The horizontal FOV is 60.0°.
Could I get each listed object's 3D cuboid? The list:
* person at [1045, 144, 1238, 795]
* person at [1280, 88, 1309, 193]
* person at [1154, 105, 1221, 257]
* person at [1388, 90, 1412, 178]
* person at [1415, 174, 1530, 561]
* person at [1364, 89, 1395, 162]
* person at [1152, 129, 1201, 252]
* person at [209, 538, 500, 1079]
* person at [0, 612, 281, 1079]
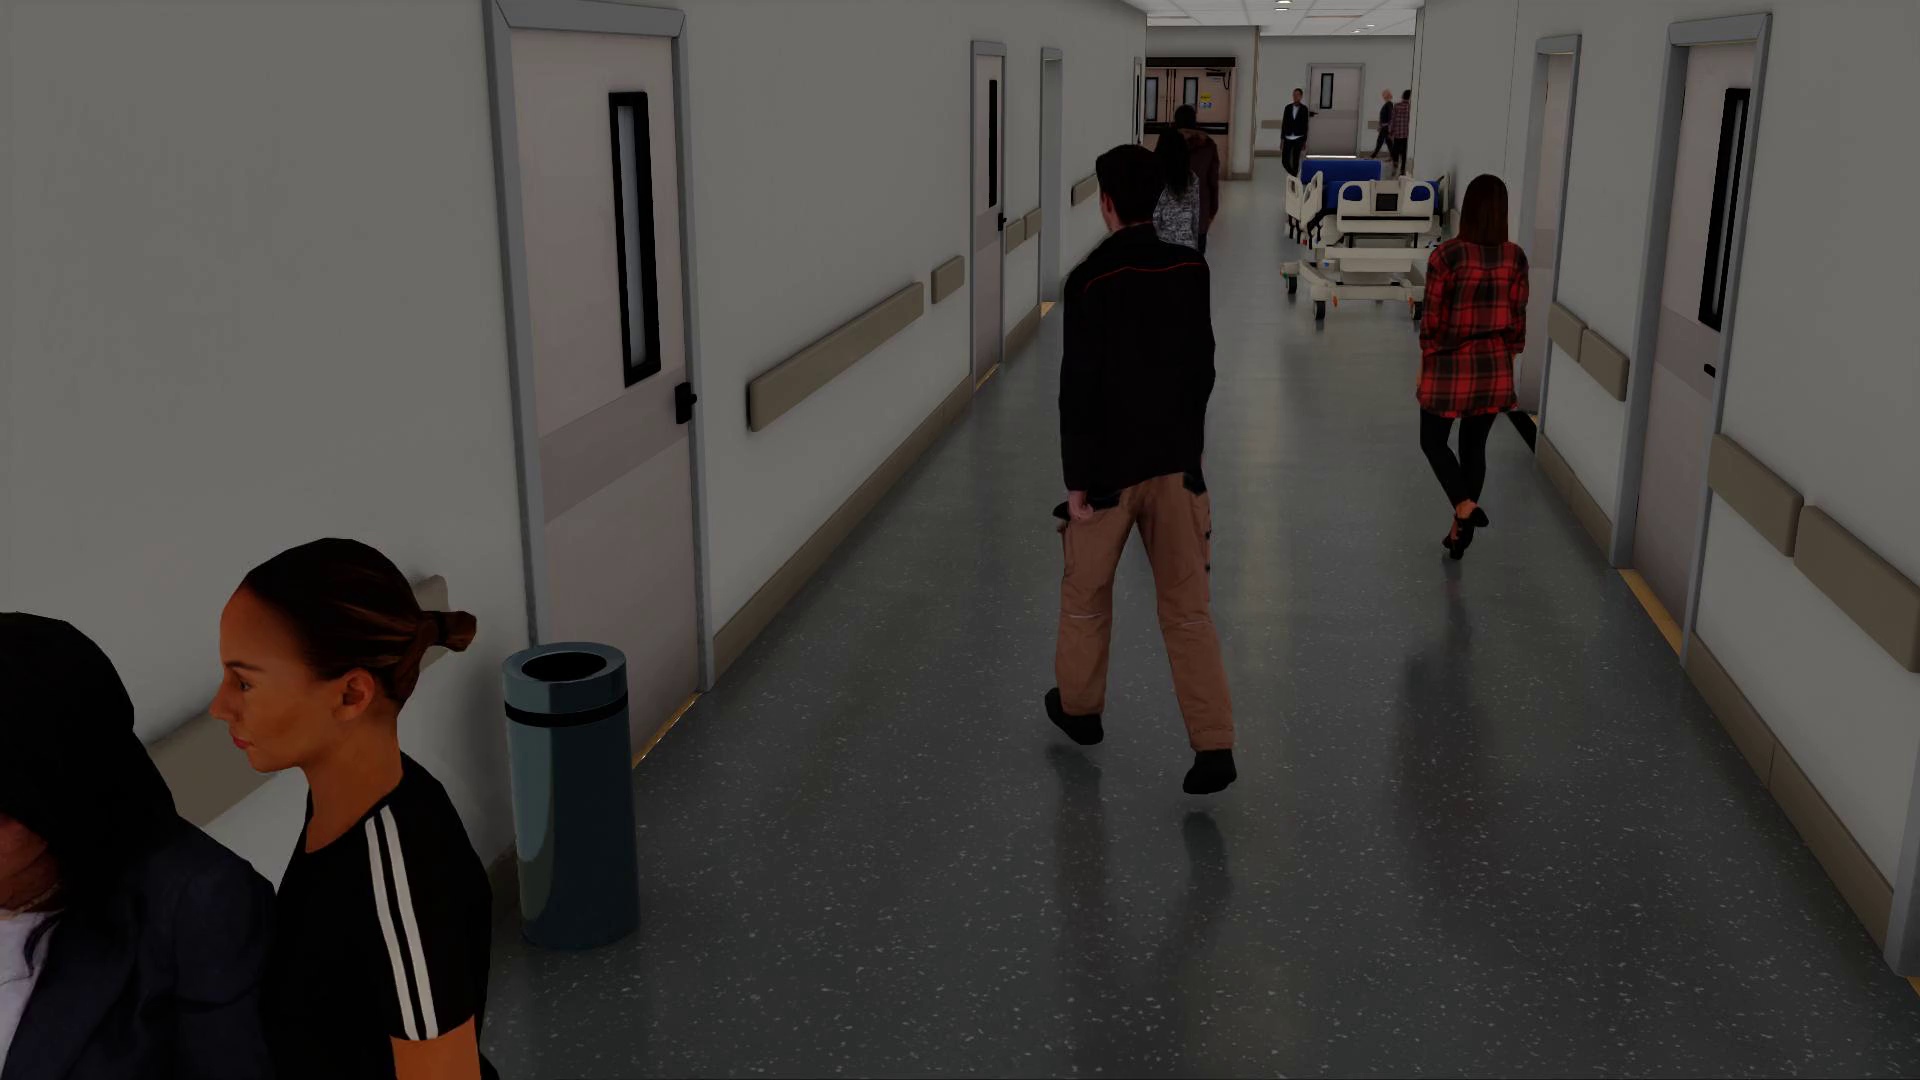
[{"bbox_3d":[0.569,-0.162,4.893,1.269,1.887,1.140,-5,16,-16],"label":"person"},{"bbox_3d":[5.818,-6.906,28.933,0.877,1.823,0.790,6,17,22],"label":"person"},{"bbox_3d":[1.953,-2.823,14.434,0.752,1.832,0.852,1,16,4],"label":"person"},{"bbox_3d":[9.018,-8.250,33.864,0.800,1.734,0.865,5,16,17],"label":"person"},{"bbox_3d":[2.208,-0.703,7.173,0.826,1.692,0.781,-1,16,-3],"label":"person"},{"bbox_3d":[10.305,-9.921,39.862,0.999,1.696,0.697,1,16,5],"label":"person"},{"bbox_3d":[1.498,-2.039,11.835,0.661,1.734,0.749,-8,18,-27],"label":"person"},{"bbox_3d":[-0.550,0.796,1.960,1.093,1.636,0.908,-6,17,-20],"label":"person"},{"bbox_3d":[-0.997,0.814,2.005,0.760,1.576,0.774,4,16,13],"label":"person"}]
